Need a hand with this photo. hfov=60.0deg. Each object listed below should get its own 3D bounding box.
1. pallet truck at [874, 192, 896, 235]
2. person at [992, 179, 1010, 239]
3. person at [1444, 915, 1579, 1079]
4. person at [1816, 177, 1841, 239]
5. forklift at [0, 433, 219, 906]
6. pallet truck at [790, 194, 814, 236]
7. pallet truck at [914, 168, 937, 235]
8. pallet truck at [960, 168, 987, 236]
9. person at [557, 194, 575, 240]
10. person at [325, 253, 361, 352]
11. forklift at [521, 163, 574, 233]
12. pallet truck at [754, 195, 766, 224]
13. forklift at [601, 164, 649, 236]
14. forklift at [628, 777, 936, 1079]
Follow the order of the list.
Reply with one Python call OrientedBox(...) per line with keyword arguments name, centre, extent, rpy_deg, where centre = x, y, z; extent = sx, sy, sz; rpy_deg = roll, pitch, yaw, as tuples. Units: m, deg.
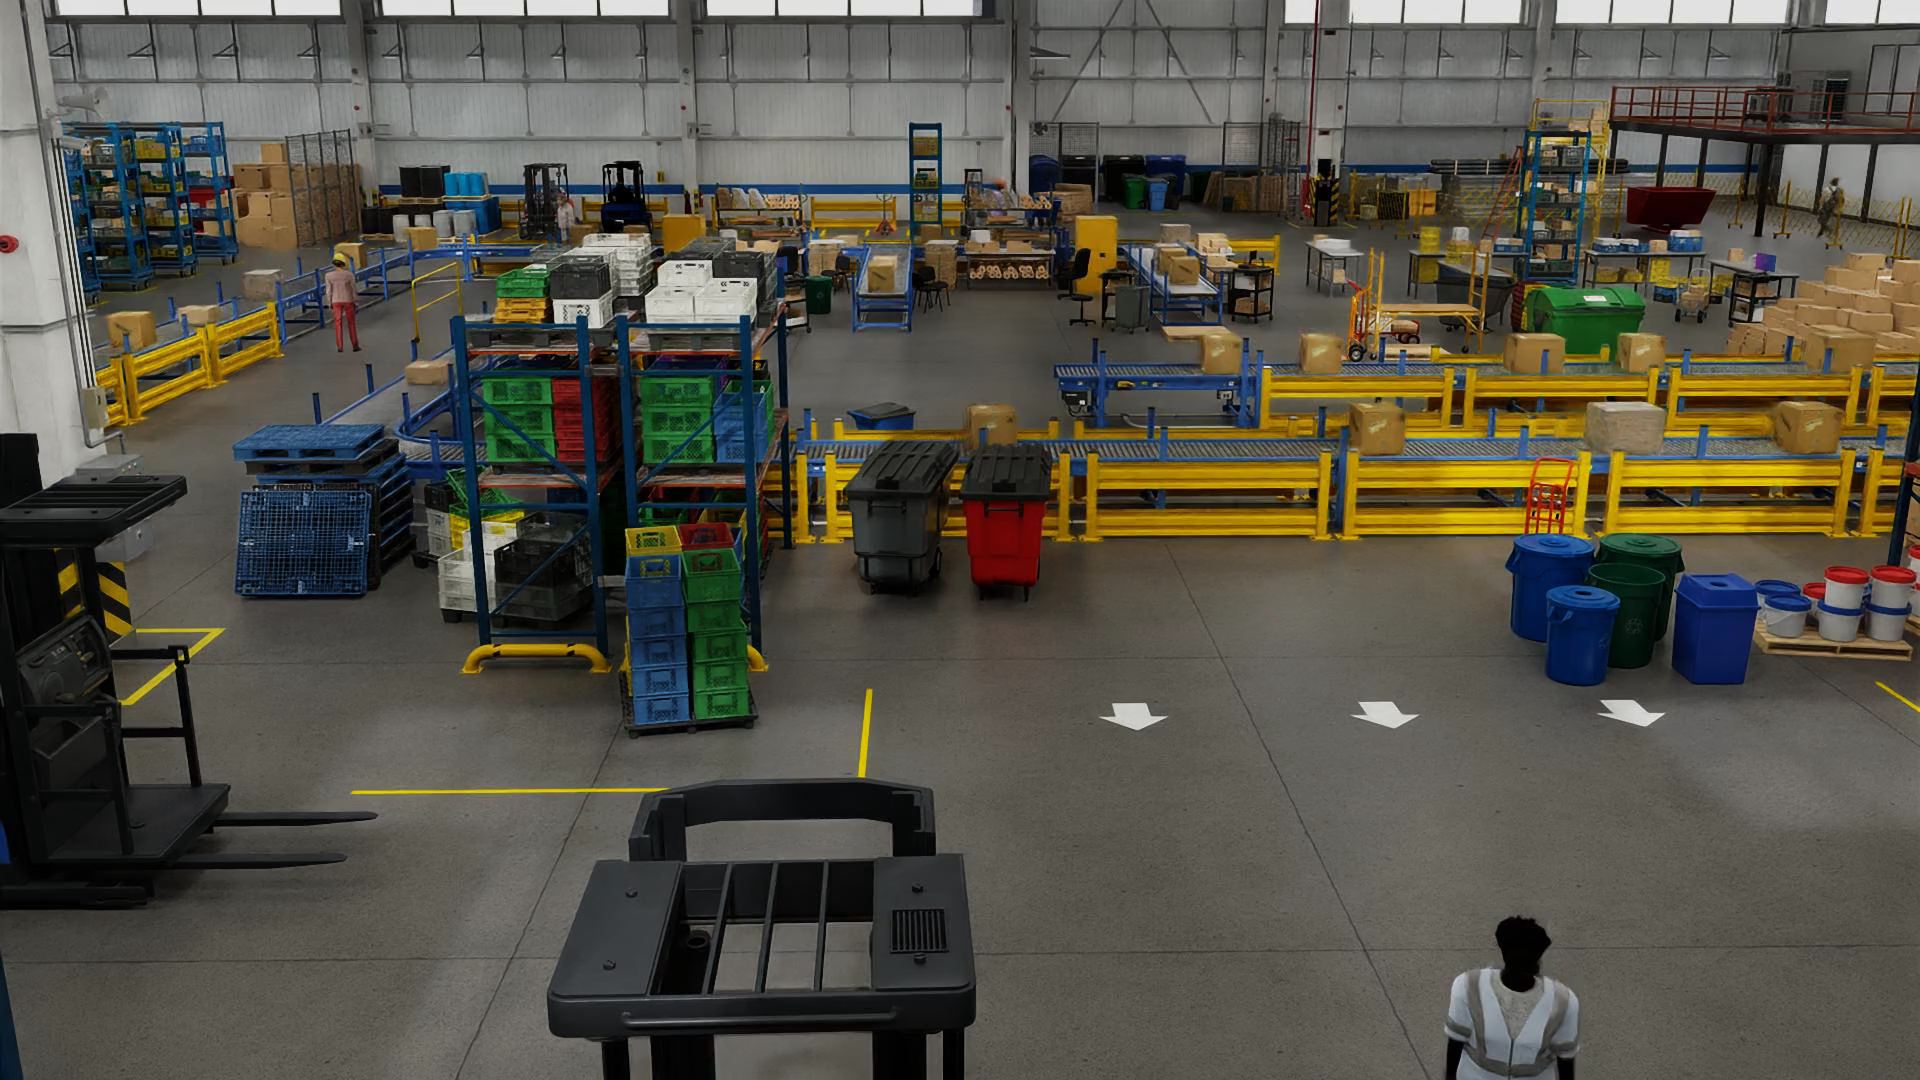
OrientedBox(name="pallet truck", centre=(-2.277, -9.986, 50.594), extent=(0.653, 1.274, 1.630), rpy_deg=(0, 16, -1))
OrientedBox(name="person", centre=(1.120, -8.873, 45.528), extent=(0.655, 1.979, 0.710), rpy_deg=(-1, 16, -5))
OrientedBox(name="person", centre=(2.312, 2.348, 7.043), extent=(0.542, 1.686, 0.389), rpy_deg=(4, 17, 14))
OrientedBox(name="person", centre=(25.494, -9.732, 48.814), extent=(0.534, 1.810, 0.688), rpy_deg=(-1, 16, -4))
OrientedBox(name="forklift", centre=(-5.952, 0.780, 10.366), extent=(1.873, 2.768, 1.129), rpy_deg=(0, 16, -1))
OrientedBox(name="pallet truck", centre=(-4.814, -9.883, 50.259), extent=(0.704, 1.261, 1.522), rpy_deg=(-1, 16, -3))
OrientedBox(name="pallet truck", centre=(-0.989, -10.316, 50.507), extent=(0.823, 1.965, 1.885), rpy_deg=(1, 16, 3))
OrientedBox(name="pallet truck", centre=(0.383, -10.230, 50.206), extent=(0.823, 1.965, 1.885), rpy_deg=(-1, 16, -3))
OrientedBox(name="person", centre=(-9.885, -7.746, 41.780), extent=(0.407, 1.887, 0.665), rpy_deg=(-12, 20, -35))
OrientedBox(name="person", centre=(-11.081, -4.261, 29.871), extent=(0.533, 1.767, 0.324), rpy_deg=(-3, 16, -11))
OrientedBox(name="forklift", centre=(-12.233, -10.122, 49.298), extent=(1.157, 1.987, 2.680), rpy_deg=(0, 16, -1))
OrientedBox(name="pallet truck", centre=(-6.051, -9.967, 50.660), extent=(0.680, 1.201, 1.601), rpy_deg=(0, 16, -1))
OrientedBox(name="forklift", centre=(-9.948, -10.127, 49.296), extent=(1.157, 1.987, 2.680), rpy_deg=(-1, 16, -3))
OrientedBox(name="forklift", centre=(-0.542, 2.165, 5.552), extent=(1.129, 2.768, 1.873), rpy_deg=(-1, 16, -2))
